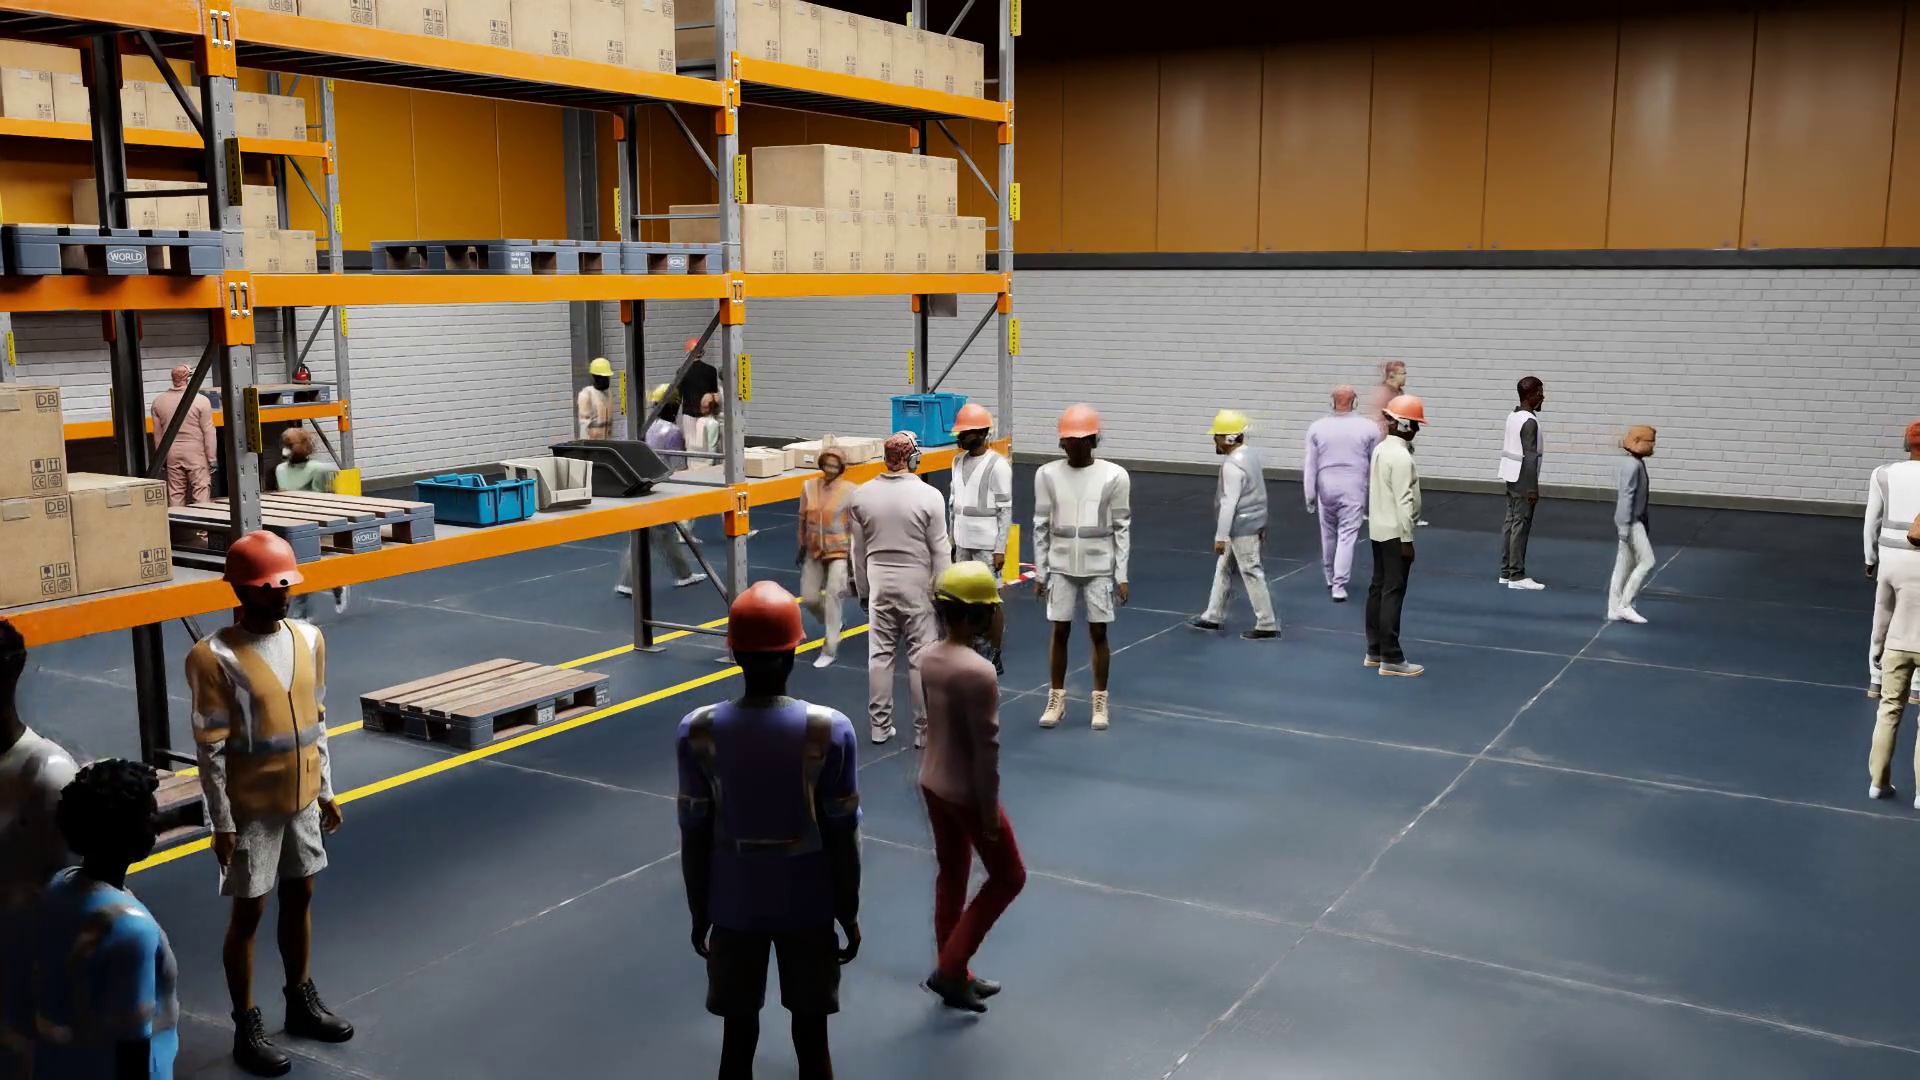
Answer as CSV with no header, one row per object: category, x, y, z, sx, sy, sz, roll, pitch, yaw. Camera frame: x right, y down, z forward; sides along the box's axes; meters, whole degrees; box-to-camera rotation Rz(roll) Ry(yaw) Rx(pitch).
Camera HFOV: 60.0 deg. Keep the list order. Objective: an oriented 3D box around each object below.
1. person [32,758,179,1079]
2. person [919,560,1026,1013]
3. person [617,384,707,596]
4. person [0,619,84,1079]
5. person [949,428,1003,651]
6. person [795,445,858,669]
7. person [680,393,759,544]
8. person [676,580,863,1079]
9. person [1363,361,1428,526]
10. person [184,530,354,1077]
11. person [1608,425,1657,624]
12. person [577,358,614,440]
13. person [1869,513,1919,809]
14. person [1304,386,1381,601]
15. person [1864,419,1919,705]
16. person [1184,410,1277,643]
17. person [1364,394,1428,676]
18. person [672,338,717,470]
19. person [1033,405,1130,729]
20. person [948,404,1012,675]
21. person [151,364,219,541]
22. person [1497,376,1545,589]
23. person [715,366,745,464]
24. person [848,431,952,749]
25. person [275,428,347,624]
person,-2.144,1.366,4.028,0.599,1.678,0.542,-9,13,-44
person,0.028,0.947,6.364,0.350,1.753,0.553,-5,10,-28
person,-2.680,-0.445,14.760,1.007,1.871,0.598,-9,13,-44
person,-2.540,1.139,4.690,0.597,1.931,0.945,8,12,40
person,0.105,-0.055,12.455,0.429,1.817,0.613,-4,10,-24
person,-0.923,0.108,12.026,0.537,1.617,0.420,5,10,26
person,-2.582,-0.749,17.468,0.851,1.585,0.538,-5,10,-28
person,-0.560,1.081,4.981,0.545,1.942,0.349,0,9,1
person,4.867,-1.113,18.918,0.937,1.869,0.643,4,10,25
person,-2.463,0.923,5.981,0.354,1.939,0.544,5,10,27
person,5.505,-0.123,13.475,0.454,1.614,0.530,5,10,26
person,-4.089,-1.108,18.787,0.615,1.890,0.602,5,10,29
person,5.119,0.617,8.862,0.270,1.627,0.503,-7,12,-39
person,3.386,-0.424,14.648,0.653,1.854,0.980,4,10,25
person,6.305,0.142,11.026,0.337,1.880,0.583,-8,12,-40
person,2.083,-0.104,12.845,0.853,1.787,0.605,3,10,20
person,3.098,-0.038,11.817,0.390,1.989,0.610,-1,9,-5
person,-3.522,-1.695,22.174,0.634,1.989,0.426,-8,12,-42
person,0.746,0.181,10.337,0.613,2.032,0.458,2,9,14
person,0.102,0.011,11.675,0.369,1.935,0.552,-8,12,-43
person,-7.984,-0.862,17.220,0.642,1.910,0.401,1,9,6
person,5.083,-0.519,15.044,0.392,1.919,0.593,0,9,1
person,-3.137,-1.558,22.474,0.530,1.613,0.466,-5,10,-27
person,-0.333,0.299,9.973,0.639,1.908,0.409,4,10,23
person,-5.235,-0.104,13.371,0.504,1.624,0.506,3,10,20
